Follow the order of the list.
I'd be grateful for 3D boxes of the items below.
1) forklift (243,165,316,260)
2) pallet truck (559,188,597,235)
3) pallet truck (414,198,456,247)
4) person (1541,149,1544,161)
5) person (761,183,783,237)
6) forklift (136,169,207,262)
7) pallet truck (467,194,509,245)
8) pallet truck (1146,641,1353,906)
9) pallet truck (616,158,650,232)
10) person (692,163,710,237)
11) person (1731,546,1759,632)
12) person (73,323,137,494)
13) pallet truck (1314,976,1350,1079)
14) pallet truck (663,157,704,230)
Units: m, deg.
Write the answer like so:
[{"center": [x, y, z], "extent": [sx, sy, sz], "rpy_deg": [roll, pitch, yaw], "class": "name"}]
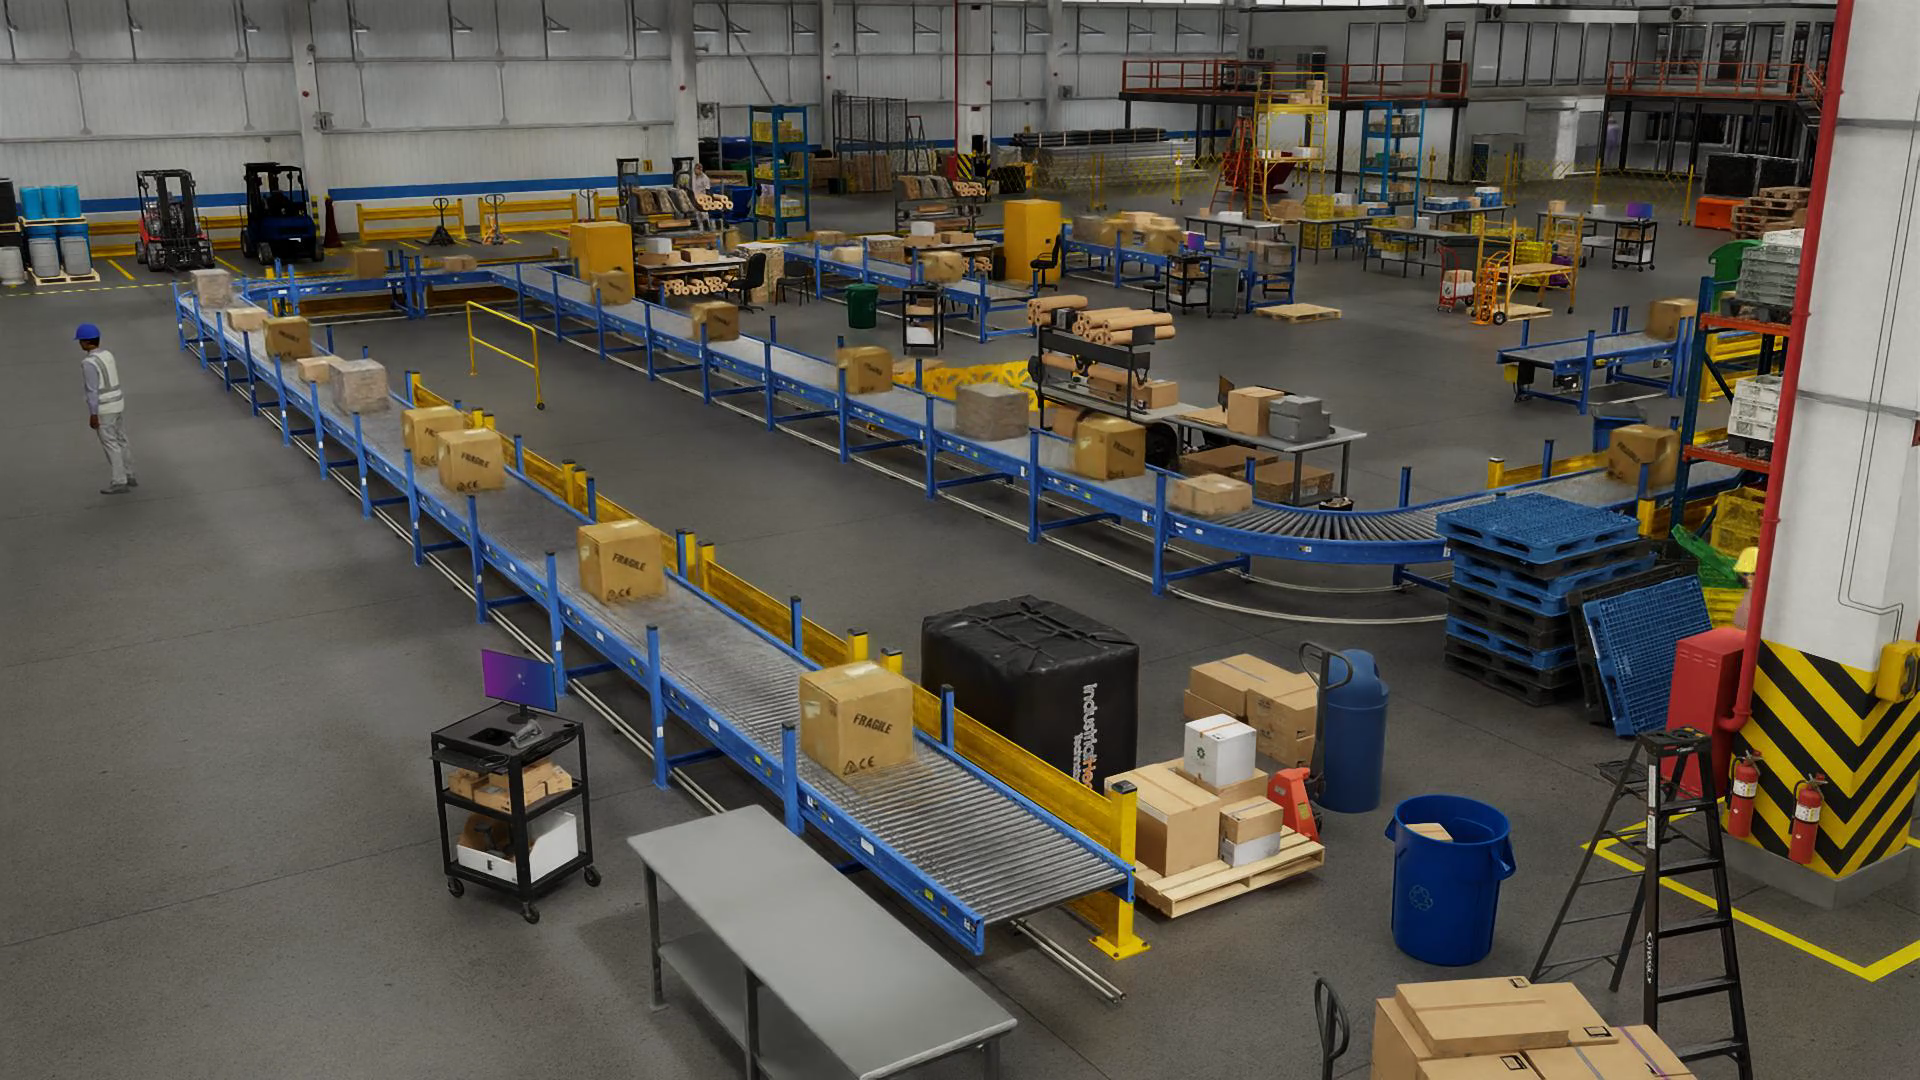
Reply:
[{"center": [-15.898, -7.669, 38.708], "extent": [1.157, 1.987, 2.680], "rpy_deg": [-11, 20, -33], "class": "forklift"}, {"center": [-10.010, -8.652, 43.699], "extent": [0.653, 1.274, 1.630], "rpy_deg": [-10, 20, -31], "class": "pallet truck"}, {"center": [-13.250, -8.060, 41.856], "extent": [0.680, 1.201, 1.601], "rpy_deg": [-10, 20, -31], "class": "pallet truck"}, {"center": [21.838, -14.497, 62.584], "extent": [0.497, 1.626, 0.288], "rpy_deg": [9, 19, 27], "class": "person"}, {"center": [-4.622, -8.278, 41.187], "extent": [0.607, 2.044, 0.378], "rpy_deg": [-7, 18, -23], "class": "person"}, {"center": [-17.842, -7.318, 37.559], "extent": [1.157, 1.987, 2.680], "rpy_deg": [-10, 20, -31], "class": "forklift"}, {"center": [-11.983, -8.177, 42.137], "extent": [0.704, 1.261, 1.522], "rpy_deg": [-11, 20, -33], "class": "pallet truck"}, {"center": [1.664, 1.407, 10.232], "extent": [1.630, 1.274, 0.653], "rpy_deg": [-10, 20, -31], "class": "pallet truck"}, {"center": [-8.918, -9.176, 44.255], "extent": [0.823, 1.965, 1.885], "rpy_deg": [-9, 19, -27], "class": "pallet truck"}, {"center": [-6.747, -8.802, 43.163], "extent": [0.406, 1.911, 0.636], "rpy_deg": [-14, 22, -39], "class": "person"}, {"center": [5.206, 0.890, 11.210], "extent": [0.770, 1.740, 0.527], "rpy_deg": [2, 17, 5], "class": "person"}, {"center": [-9.688, -1.493, 18.811], "extent": [0.434, 1.935, 0.627], "rpy_deg": [-2, 17, -7], "class": "person"}, {"center": [2.299, 2.390, 7.086], "extent": [1.601, 1.201, 0.680], "rpy_deg": [-2, 17, -7], "class": "pallet truck"}, {"center": [-7.586, -9.308, 44.692], "extent": [0.823, 1.965, 1.885], "rpy_deg": [-11, 20, -33], "class": "pallet truck"}]
